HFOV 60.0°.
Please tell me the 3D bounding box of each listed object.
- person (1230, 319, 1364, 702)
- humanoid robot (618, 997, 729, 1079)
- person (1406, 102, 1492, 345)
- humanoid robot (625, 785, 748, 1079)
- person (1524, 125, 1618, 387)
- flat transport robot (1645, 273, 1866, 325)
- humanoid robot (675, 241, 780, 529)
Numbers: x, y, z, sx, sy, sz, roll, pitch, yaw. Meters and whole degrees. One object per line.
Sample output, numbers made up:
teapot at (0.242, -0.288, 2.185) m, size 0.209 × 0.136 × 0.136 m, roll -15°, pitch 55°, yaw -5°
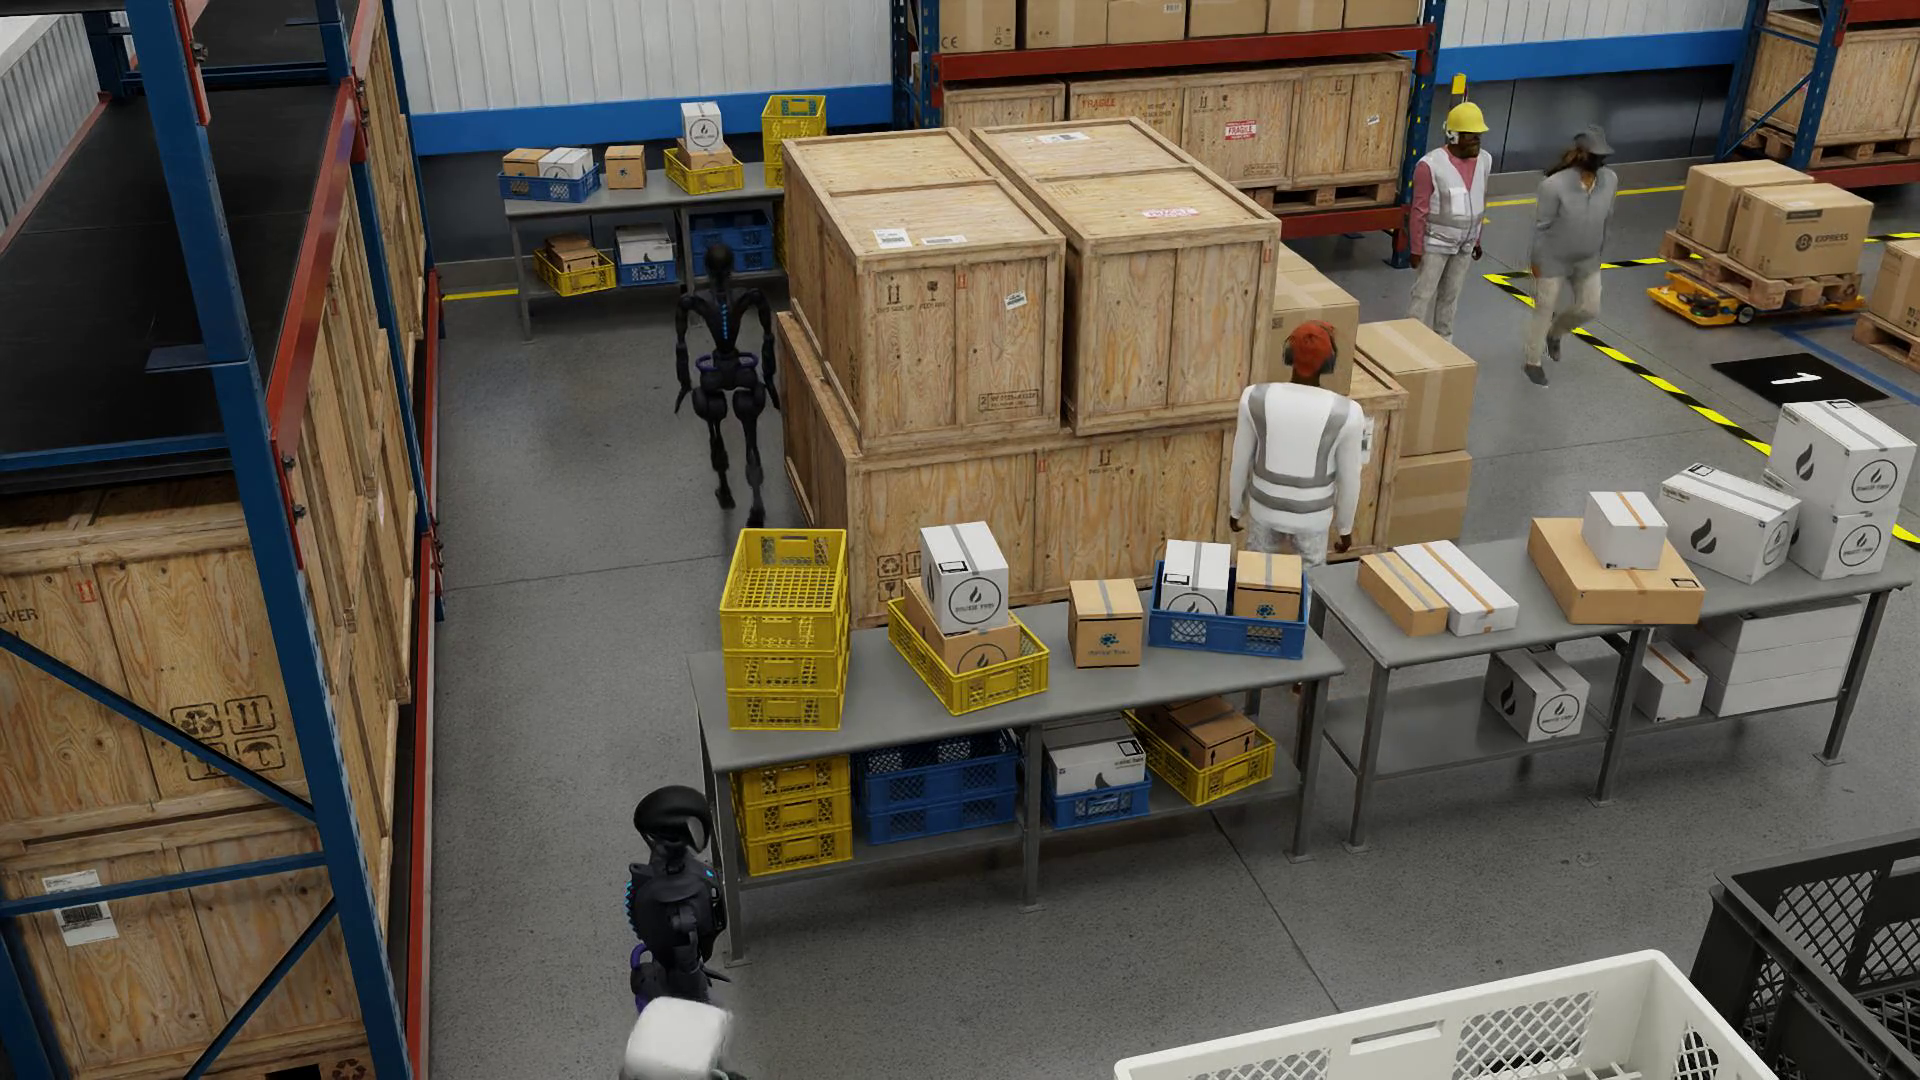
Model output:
person at (1.526, -0.116, 7.652) m, size 0.582 × 1.883 × 0.339 m, roll 11°, pitch 31°, yaw 19°
humanoid robot at (-0.431, 1.894, 4.218) m, size 0.750 × 1.843 × 0.545 m, roll -1°, pitch 29°, yaw -1°
person at (3.265, -2.003, 11.126) m, size 0.597 × 1.836 × 0.404 m, roll -12°, pitch 31°, yaw -21°
humanoid robot at (-0.827, 1.433, 5.038) m, size 0.315 × 1.659 × 0.599 m, roll -7°, pitch 30°, yaw -13°
person at (4.000, -1.871, 10.967) m, size 0.567 × 1.762 × 0.440 m, roll -5°, pitch 29°, yaw -10°
flat transport robot at (5.981, -1.876, 12.493) m, size 1.431 × 0.197 × 0.652 m, roll -7°, pitch 30°, yaw -13°
humanoid robot at (-1.288, -0.845, 9.218) m, size 0.589 × 1.635 × 0.692 m, roll -7°, pitch 30°, yaw -13°
